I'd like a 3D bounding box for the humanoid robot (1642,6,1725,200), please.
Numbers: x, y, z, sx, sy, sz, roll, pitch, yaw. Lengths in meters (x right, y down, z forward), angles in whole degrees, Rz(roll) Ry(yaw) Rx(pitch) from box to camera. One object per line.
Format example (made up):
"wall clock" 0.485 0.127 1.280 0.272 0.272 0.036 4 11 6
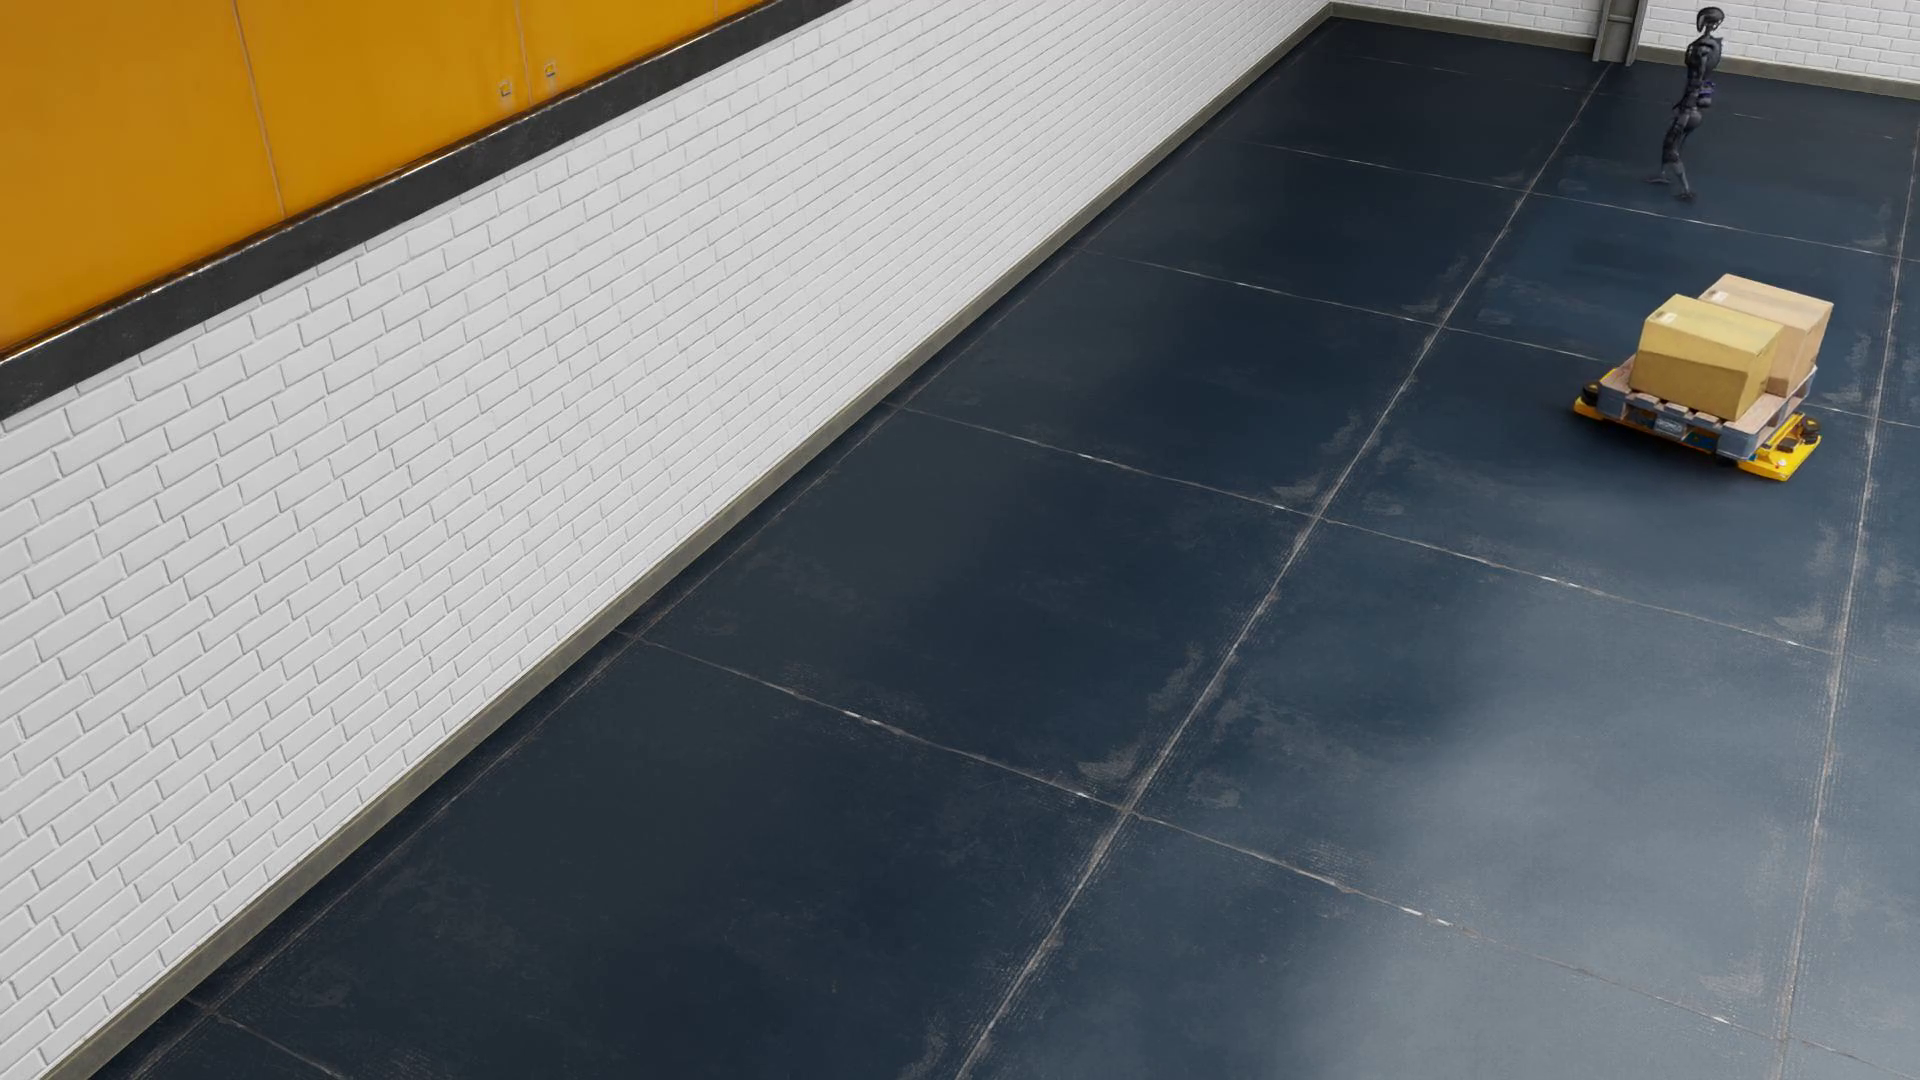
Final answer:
"humanoid robot" 6.304 -3.759 14.338 0.487 1.648 0.603 11 36 16

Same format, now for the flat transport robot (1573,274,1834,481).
"flat transport robot" 4.967 -0.829 11.210 1.431 0.231 0.659 26 42 33
